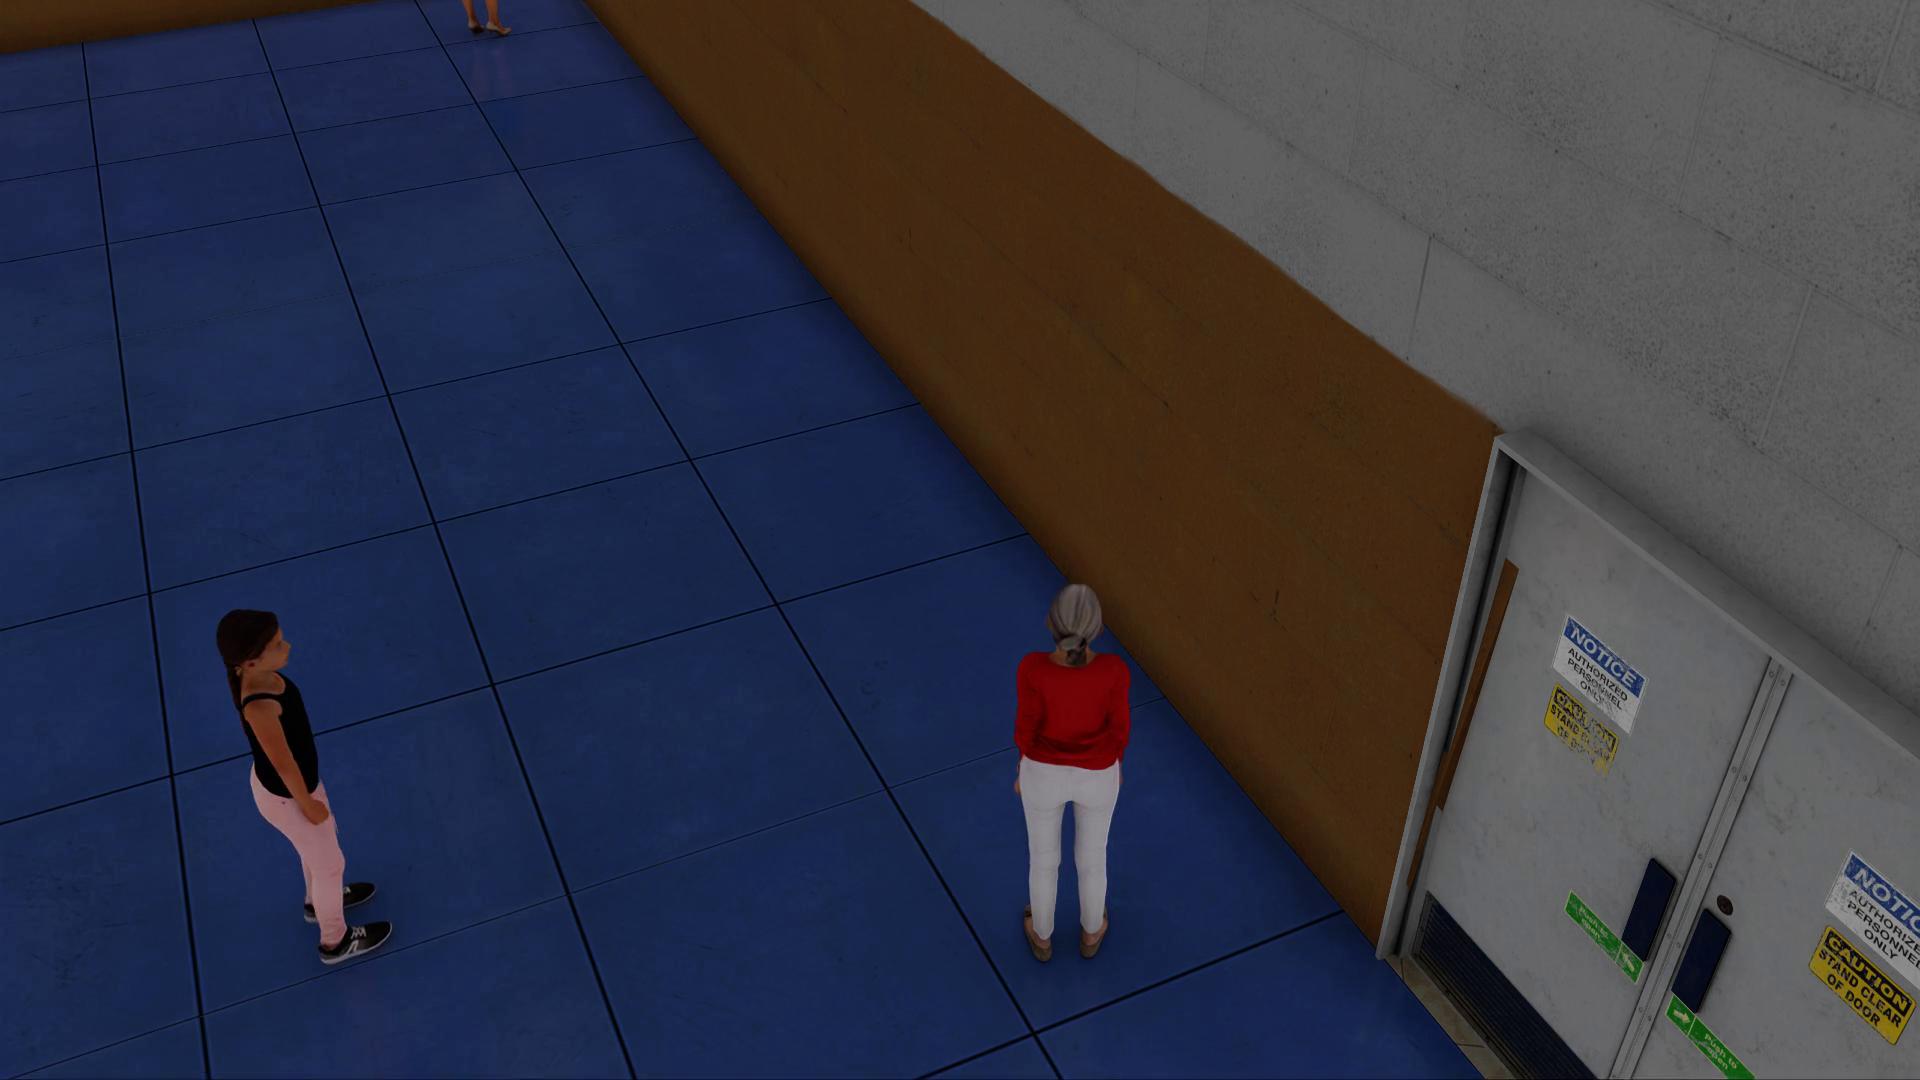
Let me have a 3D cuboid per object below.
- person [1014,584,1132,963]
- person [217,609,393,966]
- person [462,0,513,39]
[{"bbox_3d":[0.378,0.820,5.718,0.604,1.693,0.695,0,37,0],"label":"person"},{"bbox_3d":[-2.323,0.860,5.781,0.514,1.554,0.534,-19,41,-23],"label":"person"},{"bbox_3d":[-3.928,-4.895,13.280,0.683,1.756,0.752,11,38,14],"label":"person"}]
